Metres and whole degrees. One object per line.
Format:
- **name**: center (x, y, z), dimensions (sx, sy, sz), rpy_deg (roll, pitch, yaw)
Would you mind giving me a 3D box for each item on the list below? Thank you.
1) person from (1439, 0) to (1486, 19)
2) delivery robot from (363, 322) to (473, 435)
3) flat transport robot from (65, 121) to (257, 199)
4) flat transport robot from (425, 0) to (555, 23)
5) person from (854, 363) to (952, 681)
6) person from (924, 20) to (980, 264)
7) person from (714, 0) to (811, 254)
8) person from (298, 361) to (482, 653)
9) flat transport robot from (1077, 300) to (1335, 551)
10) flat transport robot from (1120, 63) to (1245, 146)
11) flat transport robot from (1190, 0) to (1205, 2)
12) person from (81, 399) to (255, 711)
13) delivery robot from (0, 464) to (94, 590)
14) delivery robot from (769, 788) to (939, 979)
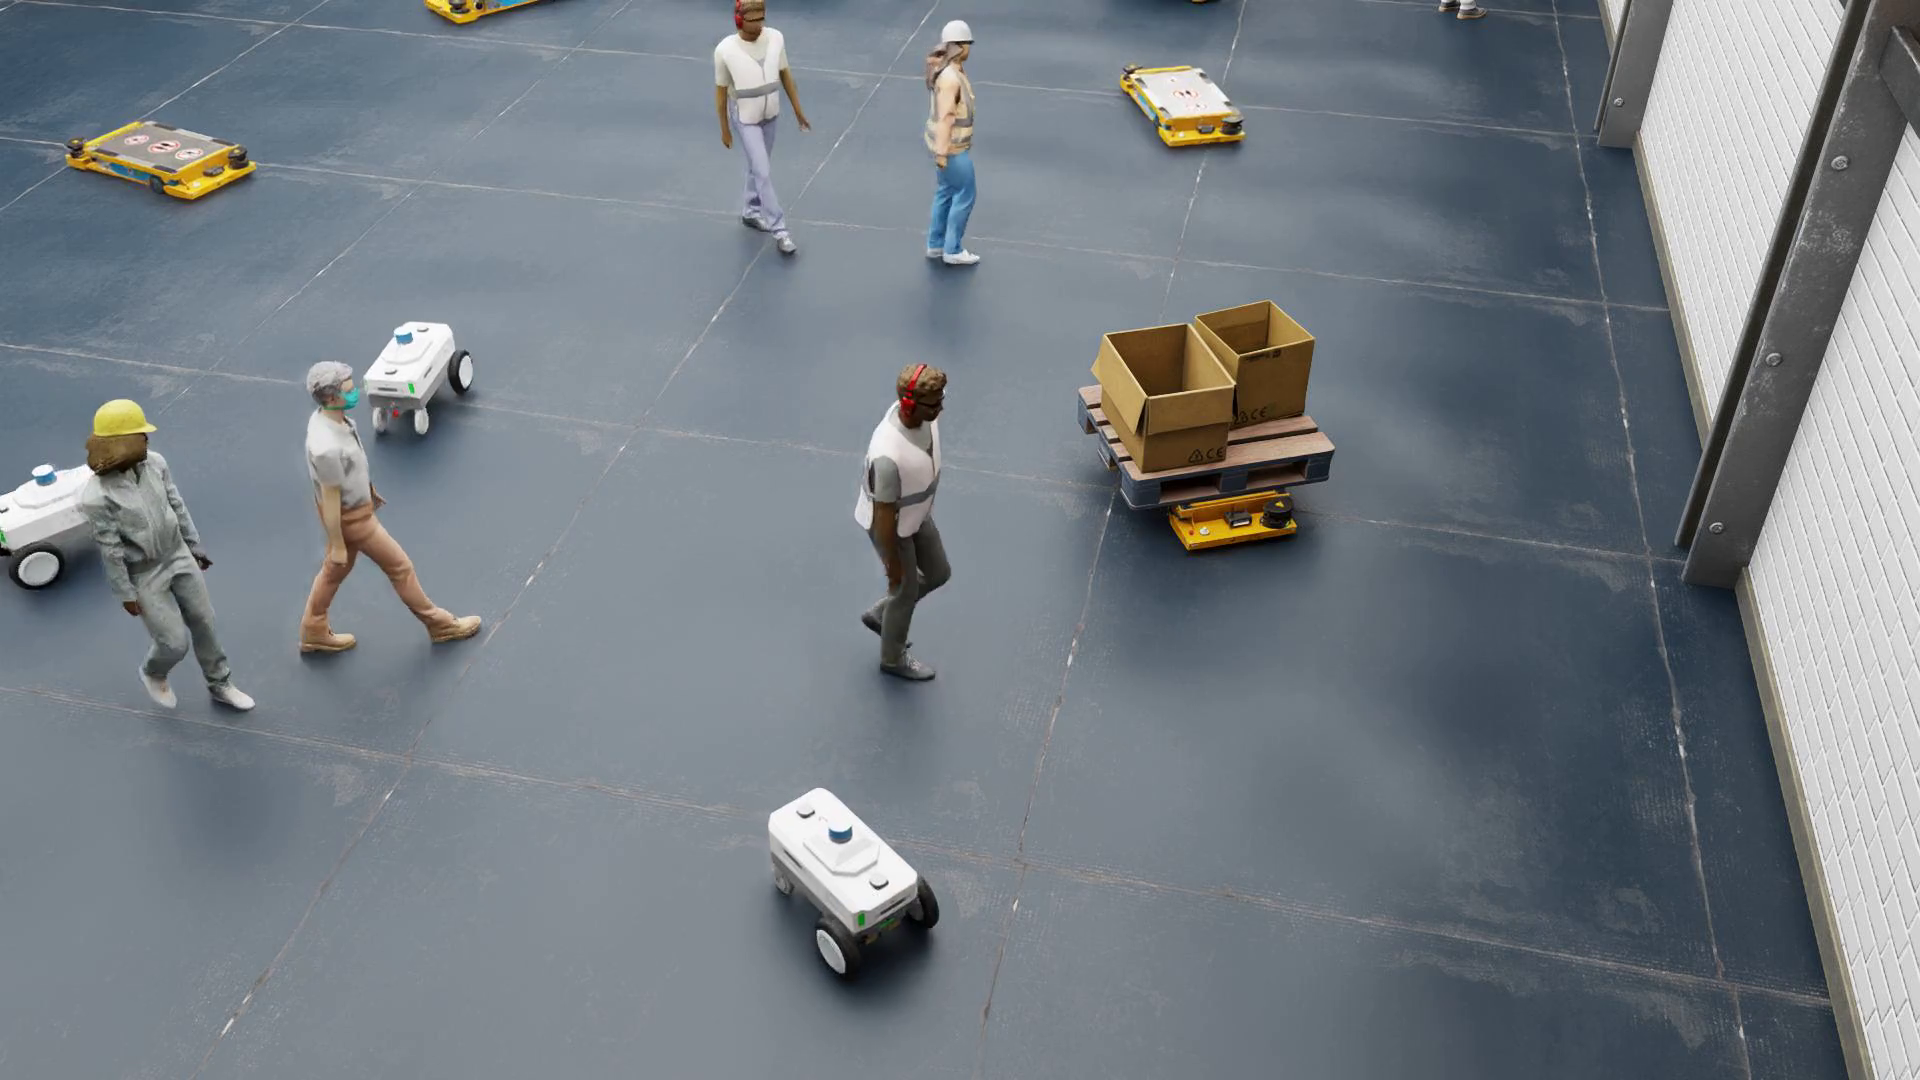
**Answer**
- **person**: center (4.909, -5.936, 15.815), dimensions (0.354, 1.882, 0.577), rpy_deg (-19, 41, -24)
- **delivery robot**: center (-3.417, -1.061, 10.411), dimensions (0.499, 0.608, 0.786), rpy_deg (4, 37, 5)
- **flat transport robot**: center (-6.407, -3.058, 13.310), dimensions (1.431, 0.231, 0.659), rpy_deg (18, 40, 22)
- **flat transport robot**: center (-4.517, -5.457, 16.520), dimensions (1.431, 0.231, 0.659), rpy_deg (-28, 45, -32)
- **person**: center (-0.266, -0.083, 8.034), dimensions (0.455, 1.818, 0.628), rpy_deg (10, 38, 13)
- **person**: center (-0.051, -2.789, 11.768), dimensions (0.445, 1.676, 0.552), rpy_deg (-3, 37, -4)
- **person**: center (-1.392, -2.992, 11.924), dimensions (0.738, 1.816, 0.608), rpy_deg (29, 46, 33)
- **person**: center (-3.008, -0.137, 8.216), dimensions (0.920, 1.691, 0.495), rpy_deg (-11, 38, -15)
- **flat transport robot**: center (1.396, -0.455, 9.828), dimensions (0.659, 0.231, 1.431), rpy_deg (-9, 38, -12)
- **flat transport robot**: center (1.888, -3.742, 14.227), dimensions (0.659, 0.231, 1.431), rpy_deg (-7, 37, -10)
- **flat transport robot**: center (2.163, -5.840, 17.033), dimensions (0.659, 0.231, 1.431), rpy_deg (-25, 44, -30)
- **person**: center (-3.762, 0.131, 7.833), dimensions (0.467, 1.707, 0.512), rpy_deg (13, 39, 17)
- **delivery robot**: center (-4.982, -0.120, 9.156), dimensions (0.804, 0.614, 0.499), rpy_deg (-29, 46, -33)
- **delivery robot**: center (-0.484, 1.431, 7.081), dimensions (0.499, 0.614, 0.812), rpy_deg (-27, 44, -31)
